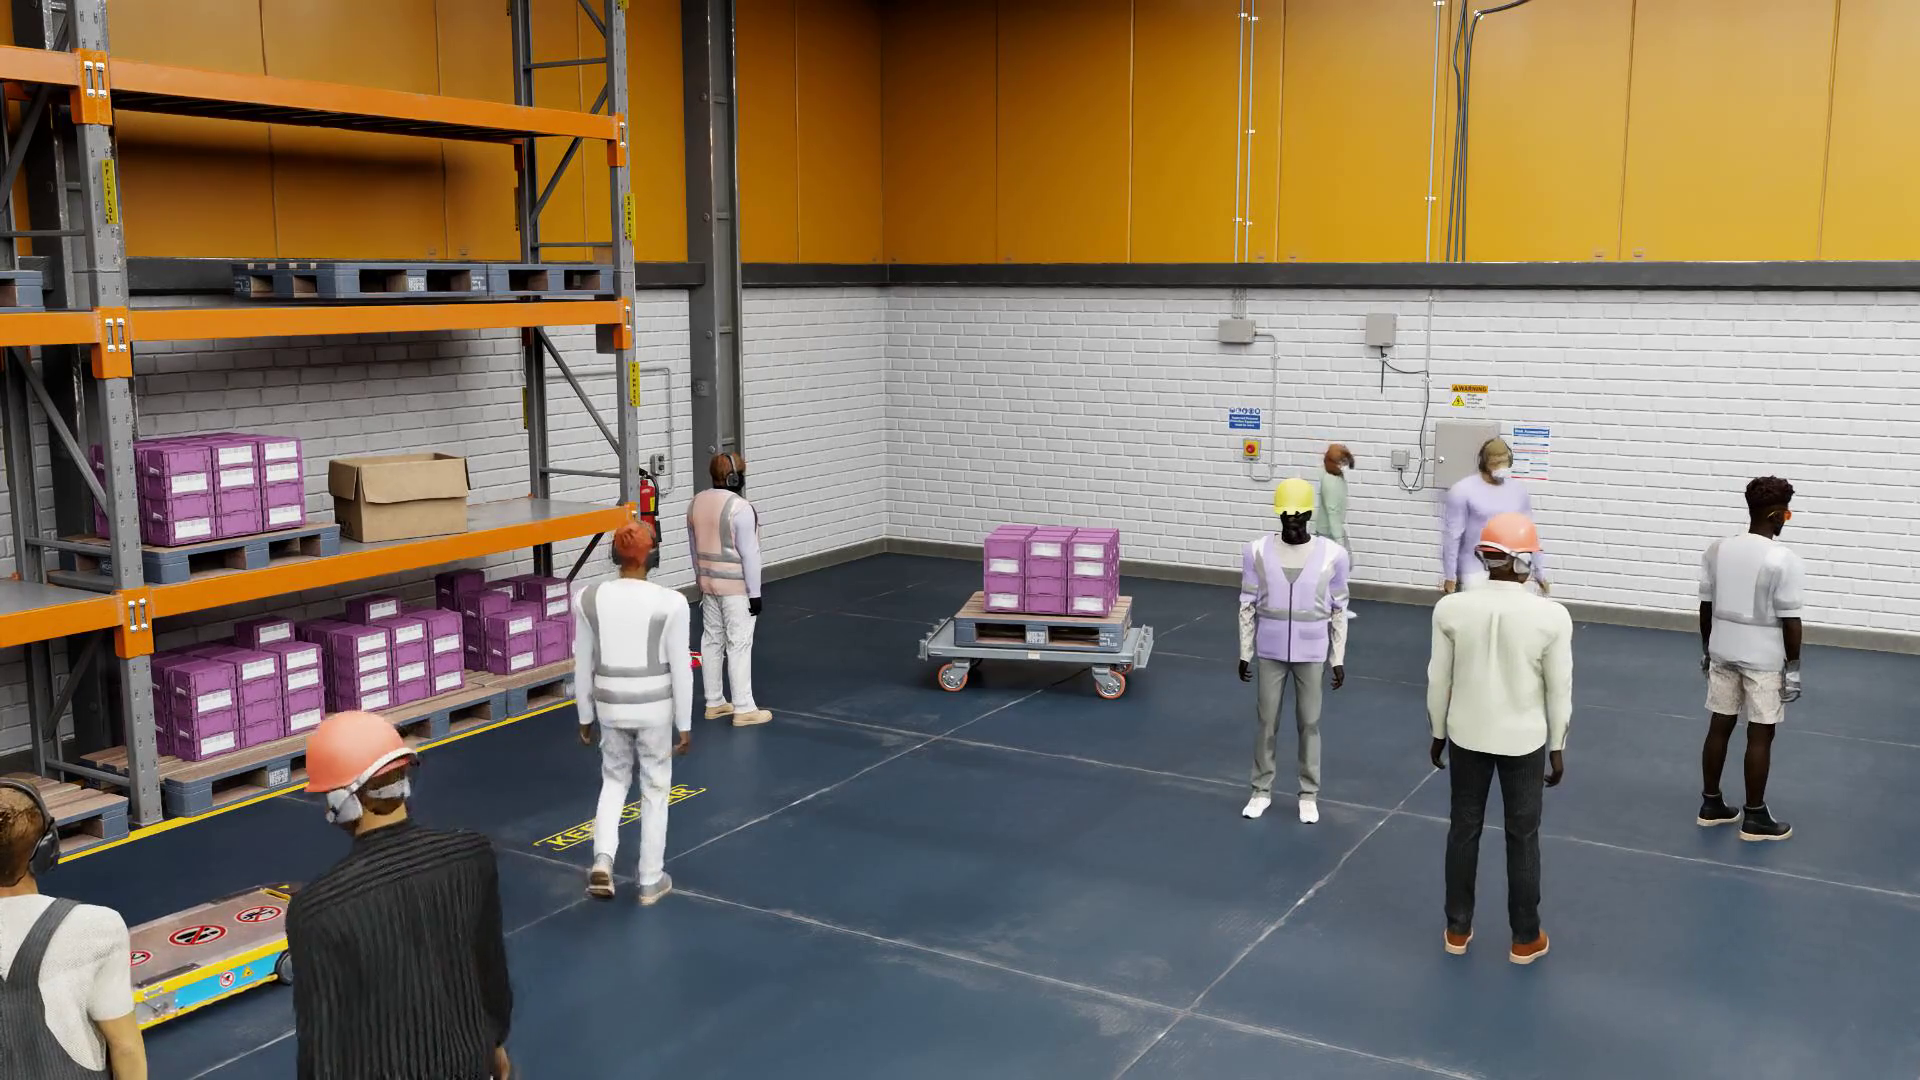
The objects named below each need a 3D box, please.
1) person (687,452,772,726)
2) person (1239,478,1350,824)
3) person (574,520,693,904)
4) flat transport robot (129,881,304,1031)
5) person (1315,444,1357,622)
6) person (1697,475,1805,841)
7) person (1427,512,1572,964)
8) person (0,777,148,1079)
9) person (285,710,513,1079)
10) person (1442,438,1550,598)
[{"bbox_3d":[-1.547,0.327,11.204,0.625,1.844,0.429,8,12,41],"label":"person"},{"bbox_3d":[1.829,0.610,9.168,0.592,1.924,0.385,3,10,17],"label":"person"},{"bbox_3d":[-1.552,0.842,7.889,0.588,1.871,0.501,1,9,8],"label":"person"},{"bbox_3d":[-3.277,1.782,7.005,0.652,0.197,1.431,6,11,35],"label":"flat transport robot"},{"bbox_3d":[3.218,-0.057,14.372,0.429,1.588,0.554,5,10,28],"label":"person"},{"bbox_3d":[4.264,0.624,8.961,0.366,1.962,0.614,-4,10,-25],"label":"person"},{"bbox_3d":[2.376,0.869,7.352,0.612,1.991,0.392,5,10,28],"label":"person"},{"bbox_3d":[-2.232,1.473,4.033,0.505,1.847,0.344,-3,10,-18],"label":"person"},{"bbox_3d":[-1.364,1.397,4.258,0.995,1.940,0.657,8,12,41],"label":"person"},{"bbox_3d":[3.672,0.241,11.549,0.695,1.901,0.796,-4,10,-24],"label":"person"}]
